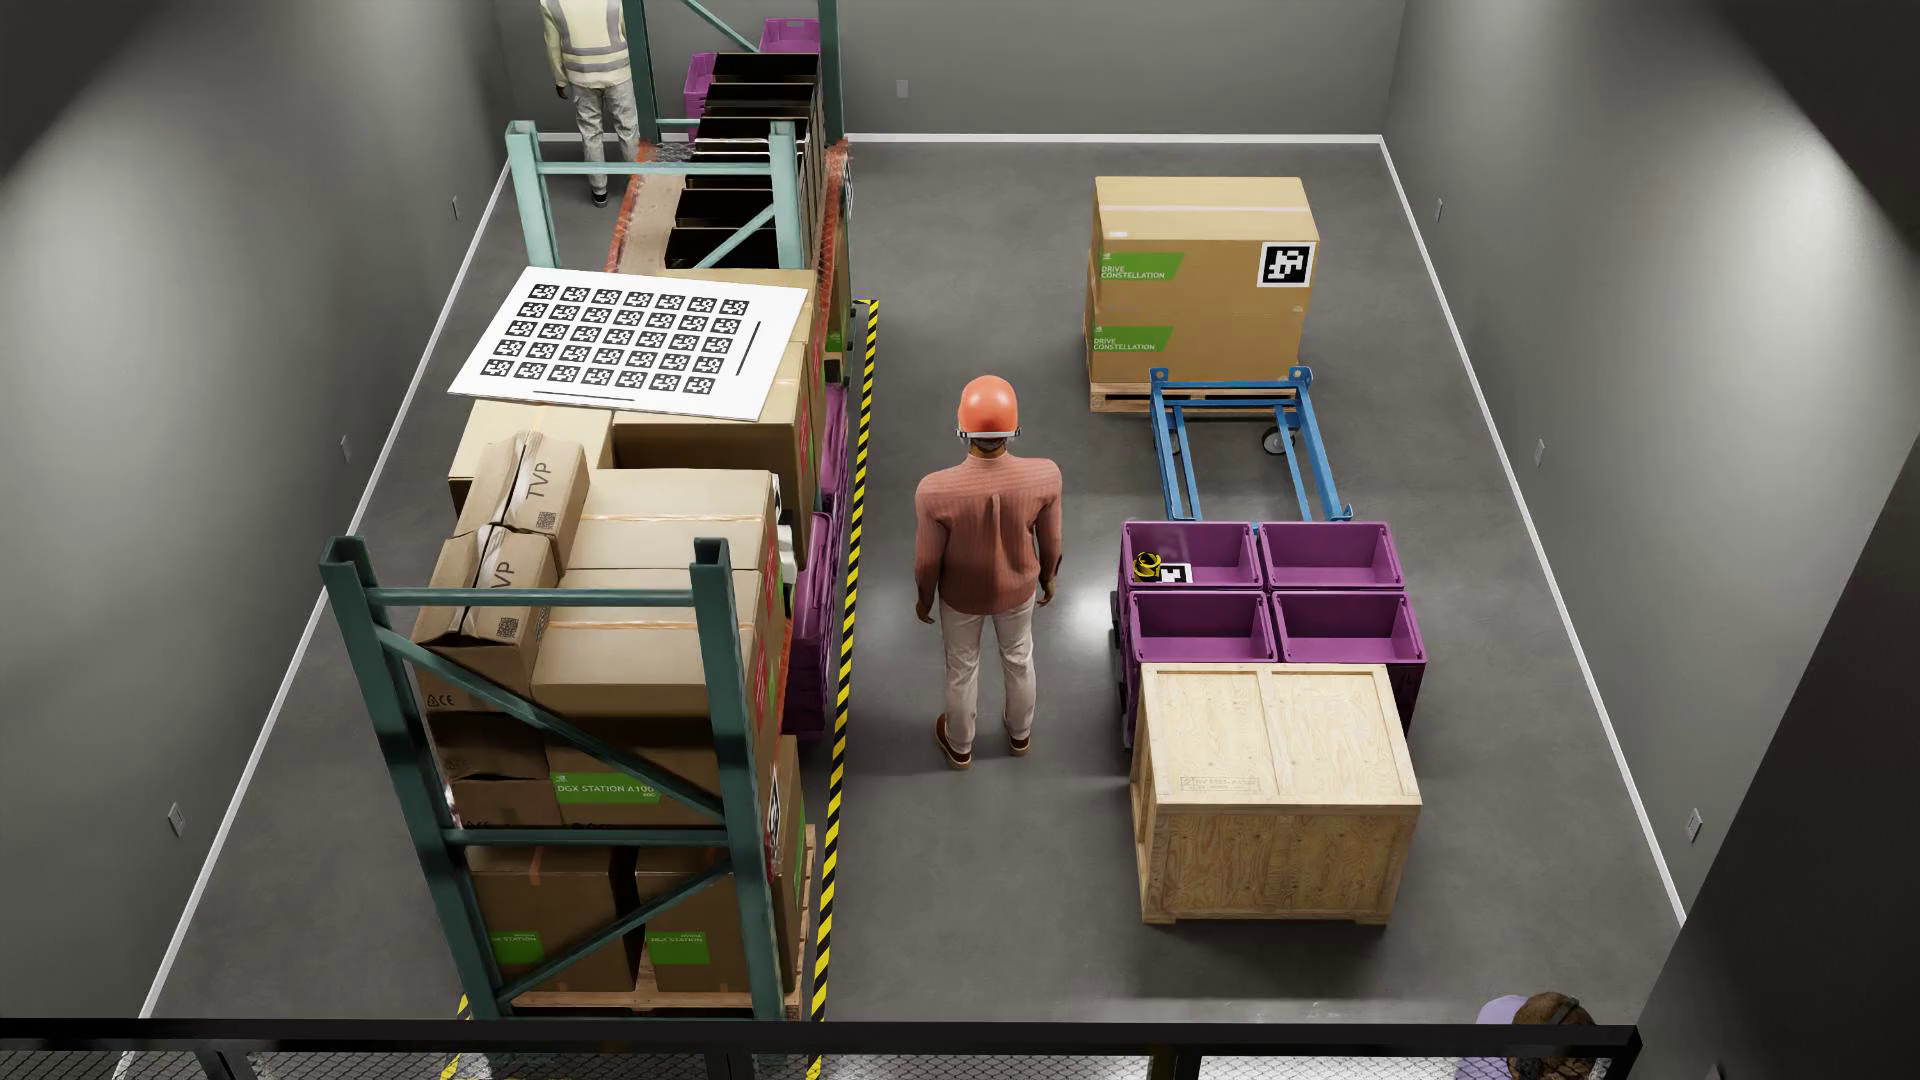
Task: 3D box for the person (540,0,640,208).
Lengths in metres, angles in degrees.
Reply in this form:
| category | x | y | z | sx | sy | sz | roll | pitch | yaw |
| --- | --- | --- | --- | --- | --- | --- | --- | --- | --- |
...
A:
| category | x | y | z | sx | sy | sz | roll | pitch | yaw |
| --- | --- | --- | --- | --- | --- | --- | --- | --- | --- |
| person | -2.304 | -2.991 | 10.612 | 0.589 | 1.822 | 0.404 | -3 | 41 | -4 |

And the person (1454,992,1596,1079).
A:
| category | x | y | z | sx | sy | sz | roll | pitch | yaw |
| --- | --- | --- | --- | --- | --- | --- | --- | --- | --- |
| person | 1.533 | 1.935 | 4.909 | 0.371 | 1.938 | 0.627 | 11 | 43 | 13 |

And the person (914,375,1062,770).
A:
| category | x | y | z | sx | sy | sz | roll | pitch | yaw |
| --- | --- | --- | --- | --- | --- | --- | --- | --- | --- |
| person | 0.110 | 0.167 | 6.880 | 0.622 | 1.993 | 0.382 | -10 | 42 | -11 |
